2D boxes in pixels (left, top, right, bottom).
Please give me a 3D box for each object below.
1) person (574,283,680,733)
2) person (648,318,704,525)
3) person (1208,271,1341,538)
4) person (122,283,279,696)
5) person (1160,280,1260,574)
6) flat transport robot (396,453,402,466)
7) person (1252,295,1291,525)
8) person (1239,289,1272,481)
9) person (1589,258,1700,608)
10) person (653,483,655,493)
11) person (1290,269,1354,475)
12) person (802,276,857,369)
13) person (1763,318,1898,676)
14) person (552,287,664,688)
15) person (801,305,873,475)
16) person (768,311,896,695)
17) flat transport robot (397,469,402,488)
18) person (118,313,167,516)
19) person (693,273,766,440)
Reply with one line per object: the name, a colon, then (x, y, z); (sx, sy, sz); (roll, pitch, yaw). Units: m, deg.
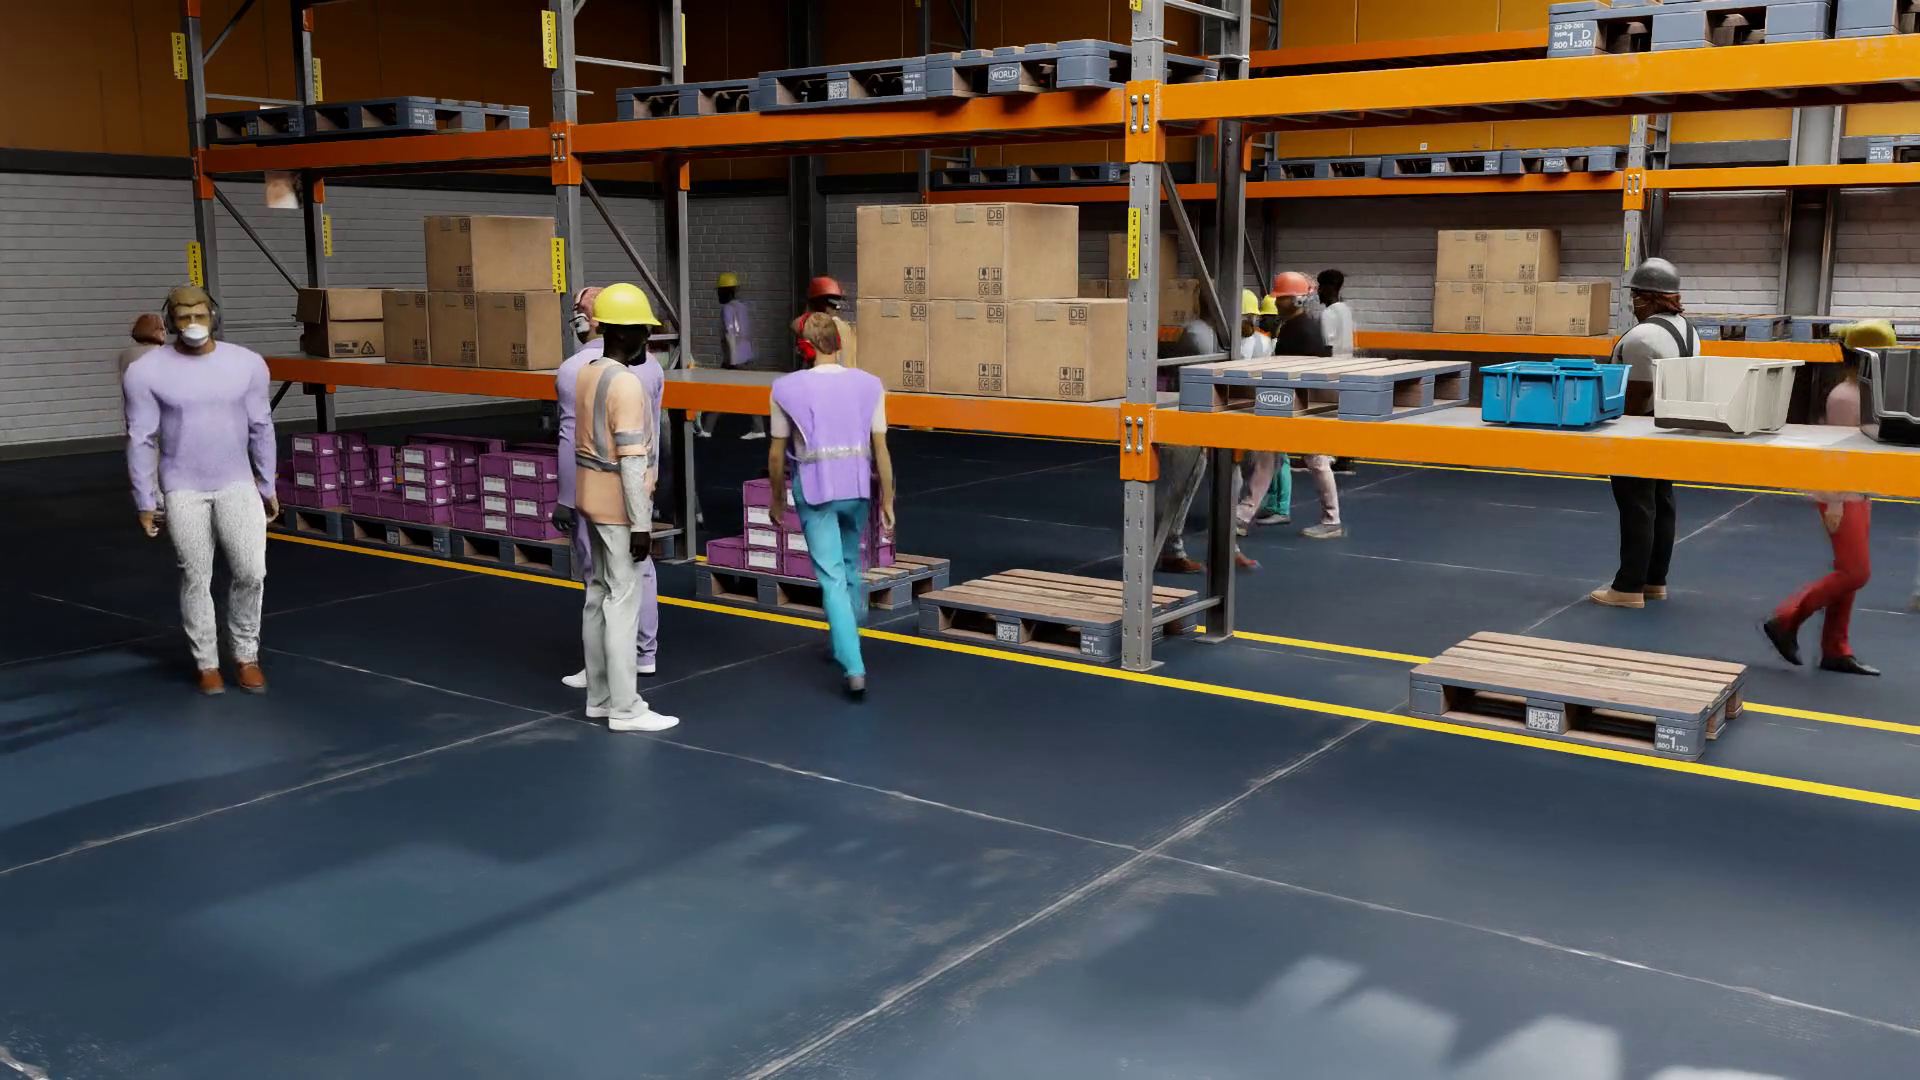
person: (-1.462, -0.137, 7.192); (0.388, 1.926, 0.590); (-6, 11, -30)
person: (-2.249, -0.908, 12.806); (0.897, 1.581, 0.514); (7, 12, 38)
person: (2.347, -0.954, 12.022); (1.035, 1.935, 0.634); (-2, 10, -13)
person: (-3.466, -0.210, 7.656); (0.654, 1.915, 0.596); (-6, 11, -32)
person: (1.641, -0.706, 10.628); (0.781, 1.905, 0.627); (4, 10, 24)
flat transport robot: (-5.149, -0.638, 15.102); (0.652, 0.197, 1.431); (-3, 10, -18)
person: (2.398, -0.998, 12.799); (0.312, 1.767, 0.533); (-1, 10, -4)
person: (2.061, -0.978, 12.537); (0.616, 1.810, 0.591); (-4, 10, -22)
person: (3.988, -0.630, 9.788); (0.682, 2.000, 0.537); (-9, 13, -43)
person: (-2.920, -1.135, 13.933); (0.793, 1.660, 0.543); (4, 10, 25)
person: (3.418, -1.587, 15.777); (0.736, 1.937, 0.625); (7, 12, 35)
person: (-0.977, -0.987, 12.303); (0.562, 1.909, 0.553); (3, 10, 16)
person: (4.297, -0.199, 8.093); (0.421, 1.755, 0.525); (8, 12, 39)
person: (-1.692, -0.242, 7.899); (0.407, 1.902, 0.639); (6, 11, 31)
person: (-0.999, -1.067, 13.113); (0.815, 1.803, 0.599); (2, 10, 14)
person: (-0.600, -0.177, 7.891); (0.575, 1.798, 0.933); (-5, 11, -29)
flat transport robot: (-4.566, -0.490, 14.217); (1.431, 0.197, 0.652); (-3, 10, -18)
person: (-6.362, -0.973, 13.079); (0.509, 1.613, 0.442); (0, 10, 0)
person: (-2.632, -2.061, 18.771); (0.955, 1.878, 0.612); (2, 10, 14)
